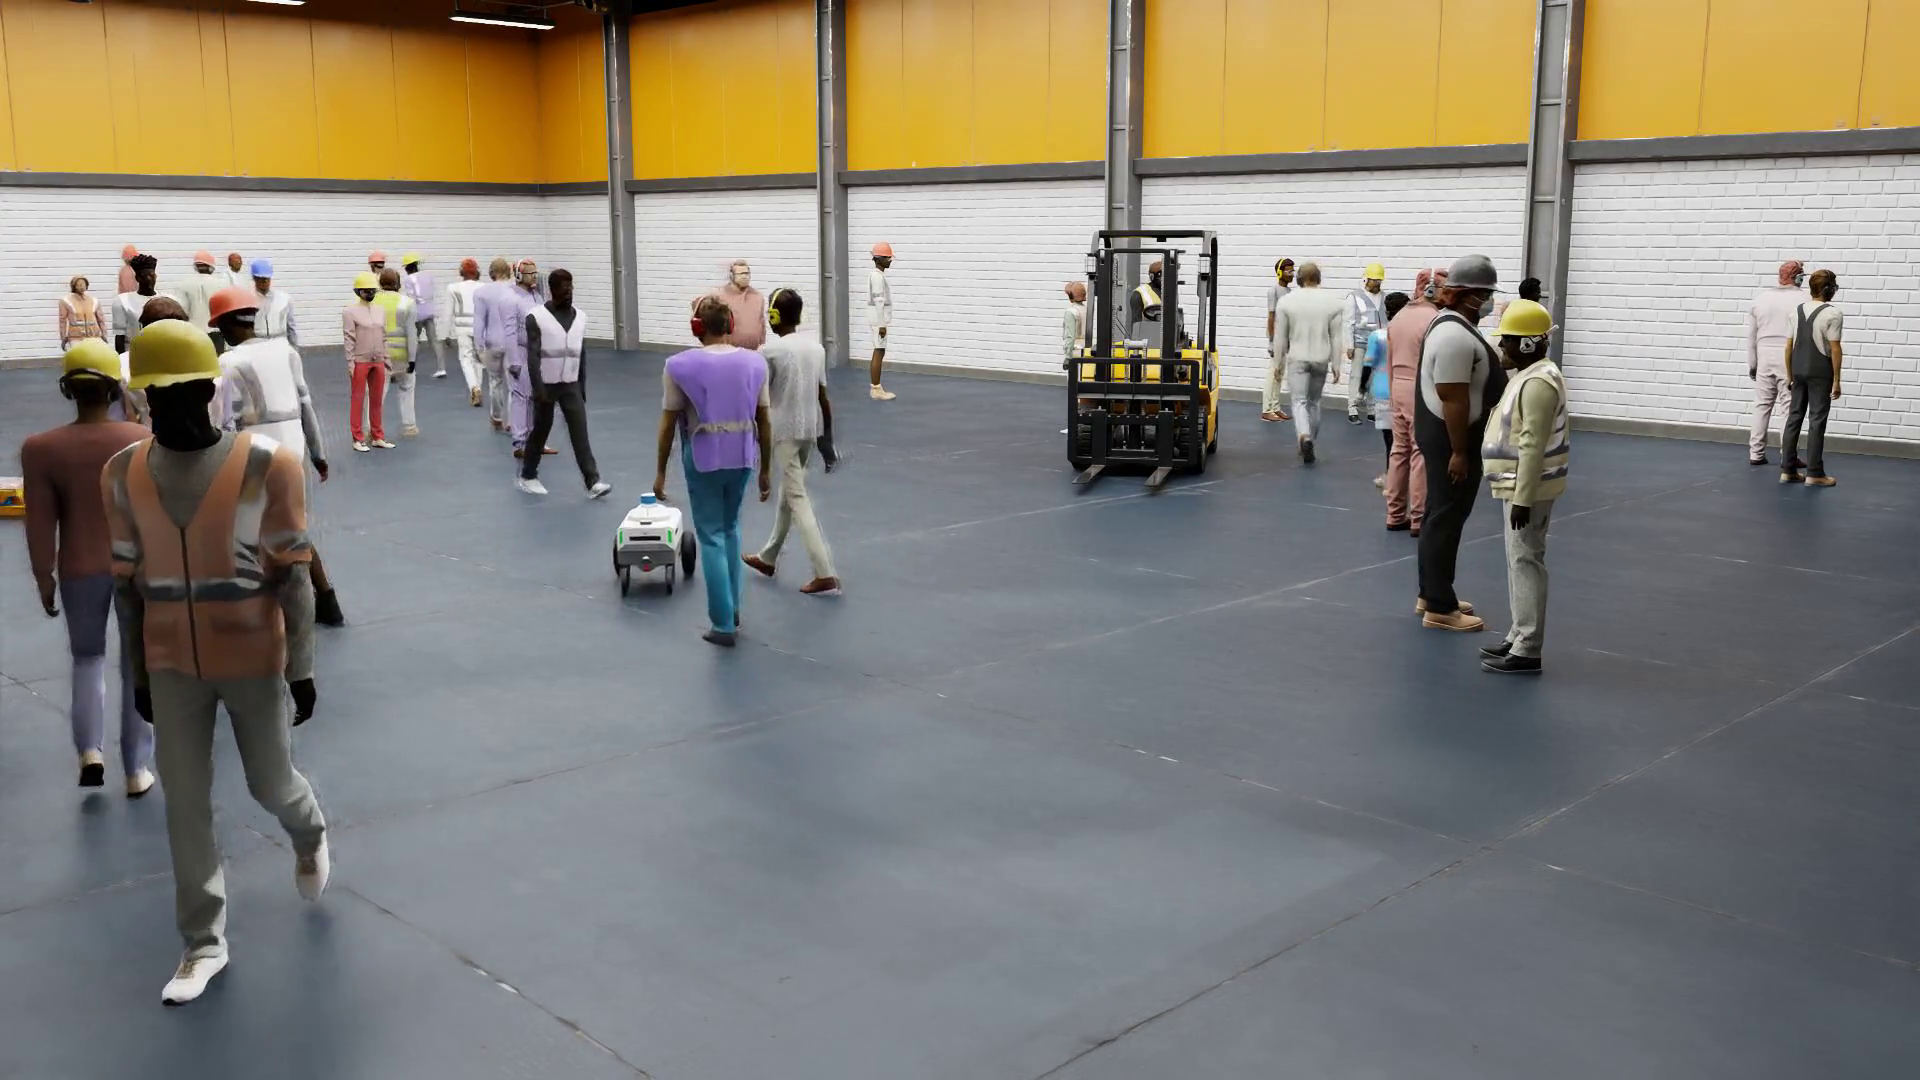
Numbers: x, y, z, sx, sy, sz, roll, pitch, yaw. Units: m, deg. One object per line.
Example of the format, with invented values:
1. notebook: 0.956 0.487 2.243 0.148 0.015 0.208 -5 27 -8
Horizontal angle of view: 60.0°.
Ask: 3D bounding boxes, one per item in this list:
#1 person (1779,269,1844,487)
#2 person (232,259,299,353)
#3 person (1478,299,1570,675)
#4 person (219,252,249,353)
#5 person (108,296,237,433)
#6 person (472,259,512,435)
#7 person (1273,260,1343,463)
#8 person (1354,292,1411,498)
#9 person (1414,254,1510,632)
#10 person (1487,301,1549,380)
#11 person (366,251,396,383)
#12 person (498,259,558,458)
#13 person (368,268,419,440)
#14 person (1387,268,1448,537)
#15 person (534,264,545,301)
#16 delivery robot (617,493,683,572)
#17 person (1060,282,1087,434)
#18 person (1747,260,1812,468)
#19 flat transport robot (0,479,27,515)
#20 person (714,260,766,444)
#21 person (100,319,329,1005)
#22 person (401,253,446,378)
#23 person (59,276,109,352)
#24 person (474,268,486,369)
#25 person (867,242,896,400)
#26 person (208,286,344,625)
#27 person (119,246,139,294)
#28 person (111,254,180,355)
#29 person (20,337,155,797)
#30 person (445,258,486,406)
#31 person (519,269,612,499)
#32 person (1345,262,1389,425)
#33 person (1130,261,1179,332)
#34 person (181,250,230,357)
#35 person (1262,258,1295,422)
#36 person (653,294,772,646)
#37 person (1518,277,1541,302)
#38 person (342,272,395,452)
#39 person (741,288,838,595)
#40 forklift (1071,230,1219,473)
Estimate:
1. person: 7.287 -1.378 14.192 0.338 1.845 0.514 -5 12 -26
2. person: -7.078 -1.910 16.975 0.648 1.902 0.990 -5 12 -27
3. person: 2.754 -0.257 8.149 0.403 1.825 0.591 3 11 13
4. person: -12.170 -3.887 27.857 0.666 1.863 0.683 3 11 18
5. person: -3.797 -0.253 8.070 0.634 1.841 0.429 -10 14 -42
6. person: -4.932 -2.082 17.953 0.650 1.870 1.074 -4 11 -23
7. person: 3.265 -1.652 15.552 0.642 1.909 0.844 0 10 -1
8. person: 3.504 -1.188 13.647 0.545 1.665 0.767 -4 11 -20
9. person: 2.756 -0.540 9.089 0.535 2.000 0.685 2 11 11
10. person: 4.575 -1.140 13.555 0.588 1.603 0.370 0 10 2
11. person: -8.477 -3.240 24.218 0.951 1.890 0.558 10 14 43
12. person: -4.141 -1.741 16.004 0.410 1.908 0.643 3 11 15
13. person: -5.976 -1.936 17.394 0.621 1.809 0.943 0 10 1
14. person: 3.295 -0.974 11.840 0.399 1.903 0.642 -3 11 -17
15. person: -8.335 -4.601 32.345 0.507 1.632 0.267 -1 10 -3
16. delivery robot: -1.893 -0.043 10.176 0.477 0.478 0.707 -1 10 -5
17. person: 1.261 -1.957 17.911 0.310 1.633 0.523 6 12 30
18. person: 7.586 -1.616 15.324 0.399 1.909 0.642 -7 13 -35
19. flat transport robot: -7.638 -0.346 12.862 1.431 0.197 0.652 1 10 4
20. person: -2.160 -1.877 16.819 0.669 1.878 0.796 -8 13 -36
21. person: -2.139 0.303 4.853 0.587 1.907 0.759 0 10 -2
22. person: -8.122 -3.358 24.944 0.995 1.859 0.614 4 11 23
23. person: -10.936 -2.490 20.848 0.674 1.614 0.540 9 14 40
24. person: -7.700 -3.498 26.362 0.519 1.625 0.568 1 10 5
25. person: -1.012 -2.836 21.607 0.375 2.040 0.614 -1 10 -7
26. person: -3.831 -0.463 9.183 1.029 1.849 0.620 4 11 21
27. person: -13.324 -3.744 26.827 0.426 1.952 0.790 -3 11 -16
28. person: -7.300 -1.587 15.017 0.634 1.969 0.369 -10 14 -43
29. person: -3.213 0.113 6.319 0.529 1.754 0.370 -3 11 -18
30. person: -6.136 -2.604 20.878 0.586 1.856 0.878 -5 12 -26
31. person: -3.269 -1.258 13.534 1.038 1.877 0.633 9 14 41
32. person: 4.638 -2.221 18.841 0.586 1.827 0.404 -4 11 -20
33. person: 2.211 -2.194 18.649 0.633 1.842 0.429 -5 12 -27
34. person: -9.382 -2.630 20.765 0.607 1.952 1.024 0 10 1
35. person: 3.692 -2.300 19.155 0.315 1.869 0.526 7 13 34
36. person: -1.319 -0.373 8.772 0.585 1.821 0.657 -7 13 -34
37. person: 5.955 -1.916 17.557 0.316 1.694 0.534 4 11 20
38. person: -5.873 -1.767 16.529 0.316 1.769 0.523 6 12 31
39. person: -1.040 -0.596 10.019 0.974 1.818 0.506 9 14 40
40. forklift: 1.804 -1.825 15.677 1.214 2.155 2.313 2 11 13
